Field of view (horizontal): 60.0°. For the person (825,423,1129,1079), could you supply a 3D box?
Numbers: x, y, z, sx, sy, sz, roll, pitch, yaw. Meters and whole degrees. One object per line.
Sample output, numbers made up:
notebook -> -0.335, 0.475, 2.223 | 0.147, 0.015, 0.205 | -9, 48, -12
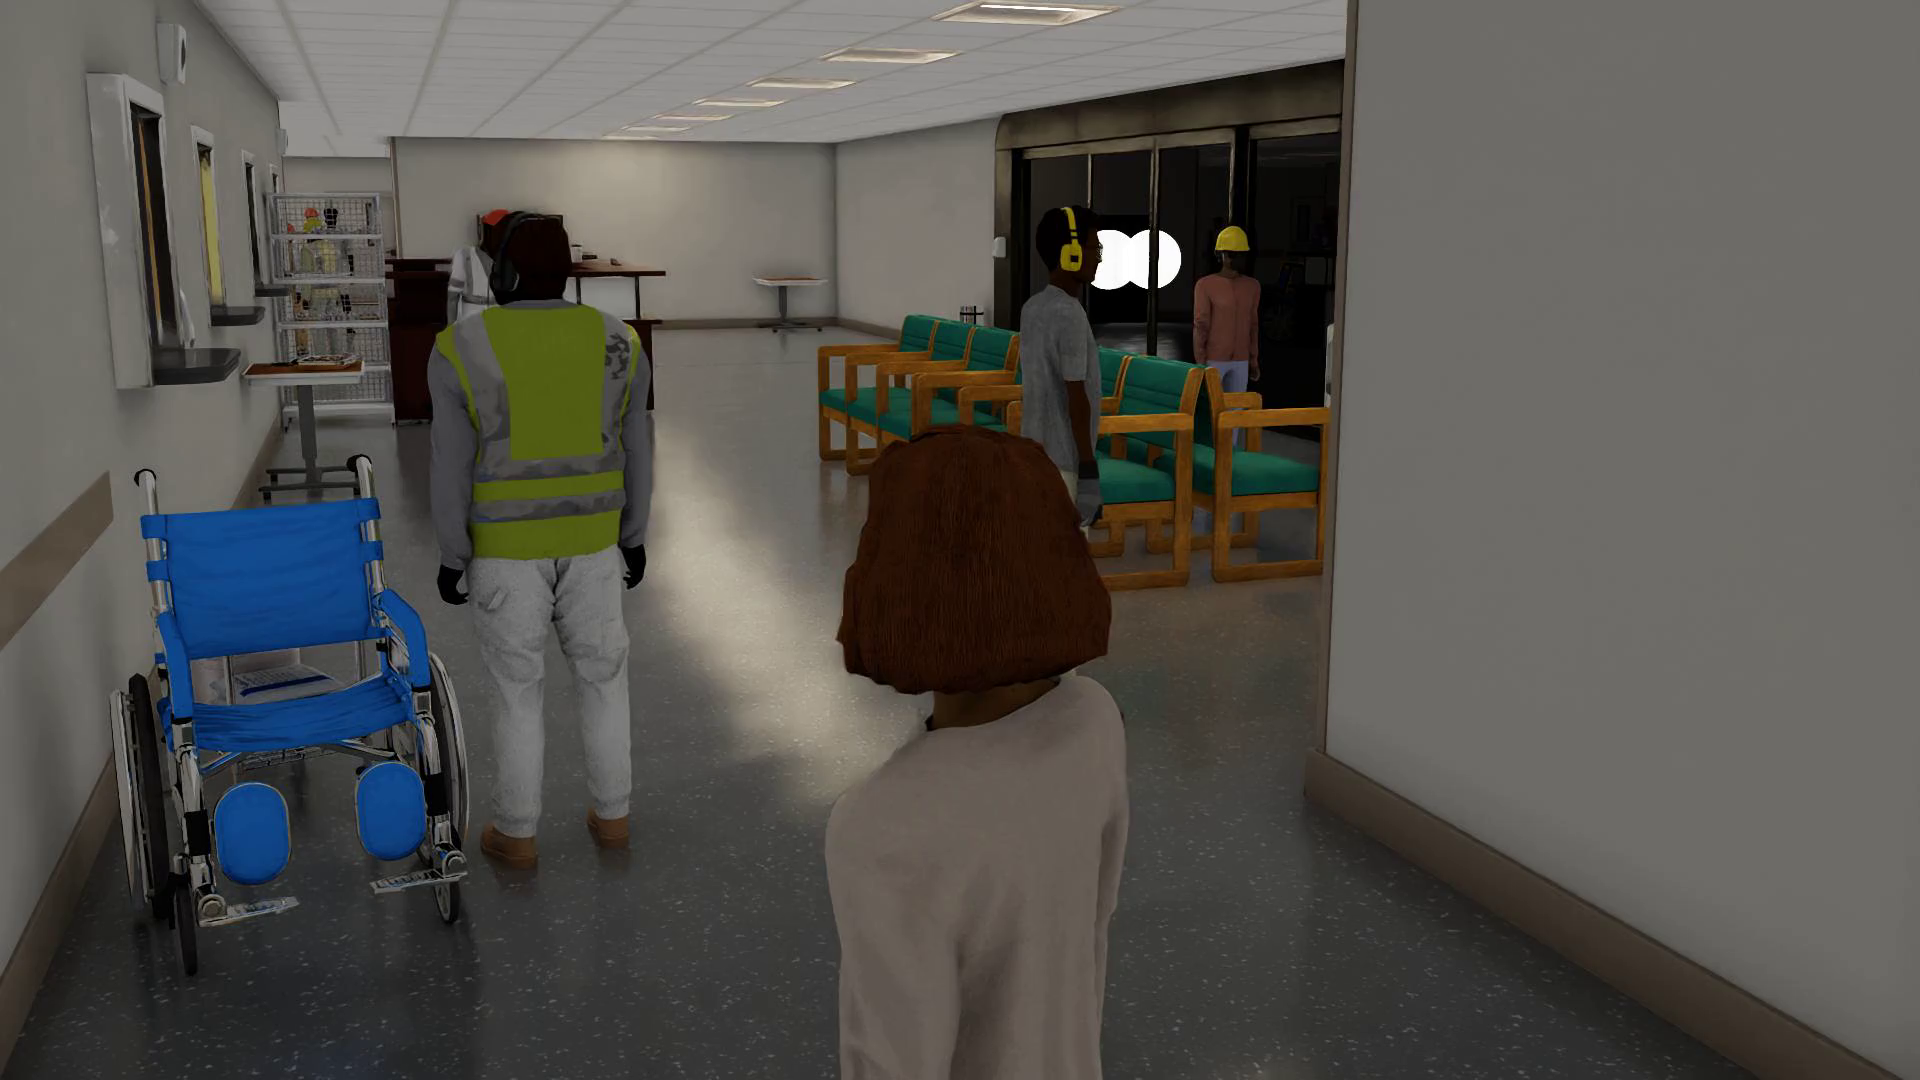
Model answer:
person -> 0.009, 0.693, 1.728 | 0.277, 1.636, 0.507 | 6, 12, 28

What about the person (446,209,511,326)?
person -> -3.867, -1.725, 13.514 | 0.639, 1.885, 0.498 | -5, 12, -23

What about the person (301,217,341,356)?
person -> -7.662, -2.942, 19.924 | 0.403, 1.819, 0.599 | 4, 12, 18

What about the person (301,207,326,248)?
person -> -12.711, -5.532, 32.747 | 0.612, 1.997, 0.376 | 3, 12, 17

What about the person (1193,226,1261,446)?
person -> 1.780, -1.192, 11.069 | 0.526, 1.769, 0.329 | -5, 12, -26

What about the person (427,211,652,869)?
person -> -1.182, 0.007, 4.717 | 0.633, 1.844, 0.429 | -7, 13, -31

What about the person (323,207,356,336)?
person -> -9.600, -4.114, 25.544 | 0.604, 1.966, 0.367 | -3, 12, -17

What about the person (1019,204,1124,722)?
person -> 0.386, -0.258, 6.010 | 0.328, 1.872, 0.510 | -4, 12, -19
